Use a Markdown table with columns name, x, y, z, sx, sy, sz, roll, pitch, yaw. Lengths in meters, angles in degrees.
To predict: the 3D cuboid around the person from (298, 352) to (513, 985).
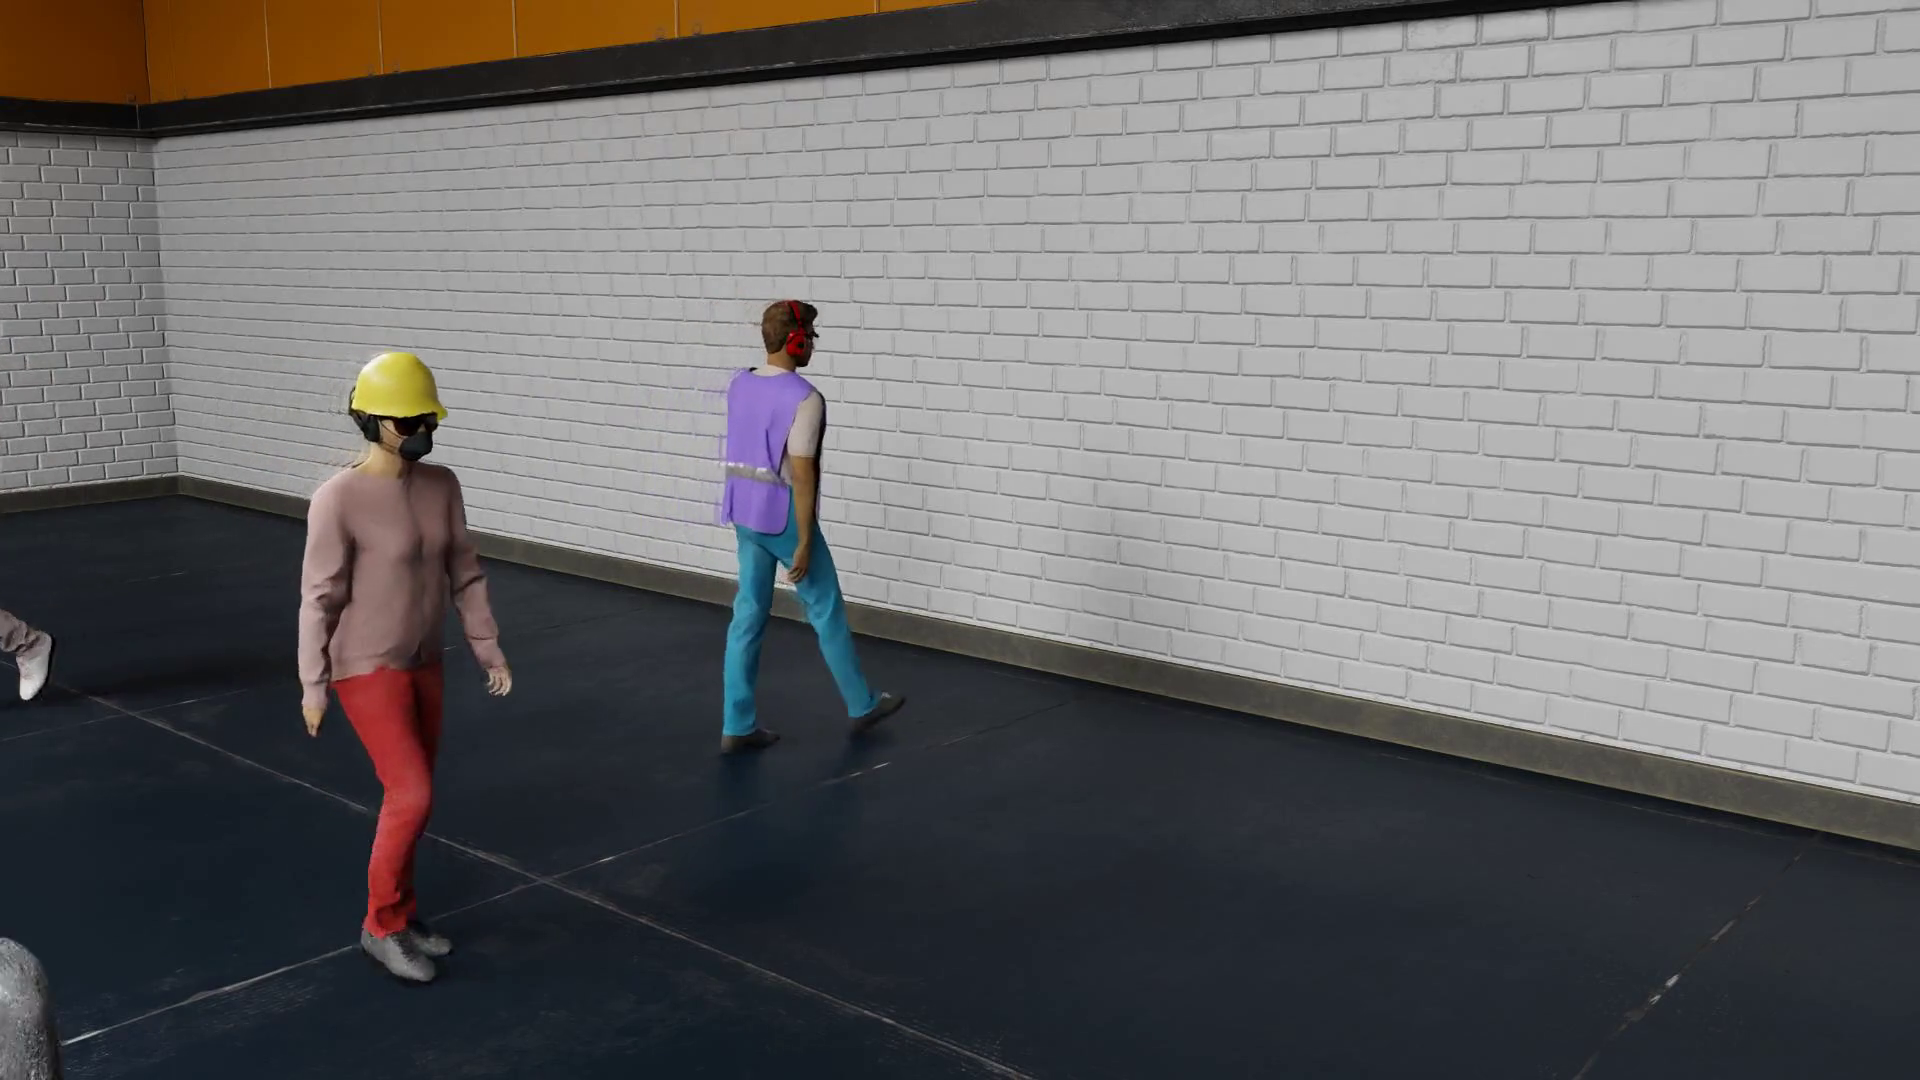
| name | x | y | z | sx | sy | sz | roll | pitch | yaw |
| --- | --- | --- | --- | --- | --- | --- | --- | --- | --- |
| person | -1.533 | 0.357 | 4.589 | 0.500 | 1.746 | 0.555 | 4 | 11 | 20 |

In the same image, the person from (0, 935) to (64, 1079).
| name | x | y | z | sx | sy | sz | roll | pitch | yaw |
| --- | --- | --- | --- | --- | --- | --- | --- | --- | --- |
| person | -0.946 | 0.870 | 1.479 | 0.531 | 1.808 | 1.029 | 3 | 10 | 14 |

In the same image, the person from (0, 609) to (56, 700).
| name | x | y | z | sx | sy | sz | roll | pitch | yaw |
| --- | --- | --- | --- | --- | --- | --- | --- | --- | --- |
| person | -4.328 | -0.144 | 7.055 | 0.669 | 1.879 | 0.634 | 5 | 11 | 26 |

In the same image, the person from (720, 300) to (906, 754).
| name | x | y | z | sx | sy | sz | roll | pitch | yaw |
| --- | --- | --- | --- | --- | --- | --- | --- | --- | --- |
| person | -0.639 | -0.061 | 6.790 | 0.579 | 1.811 | 0.883 | 9 | 13 | 42 |
